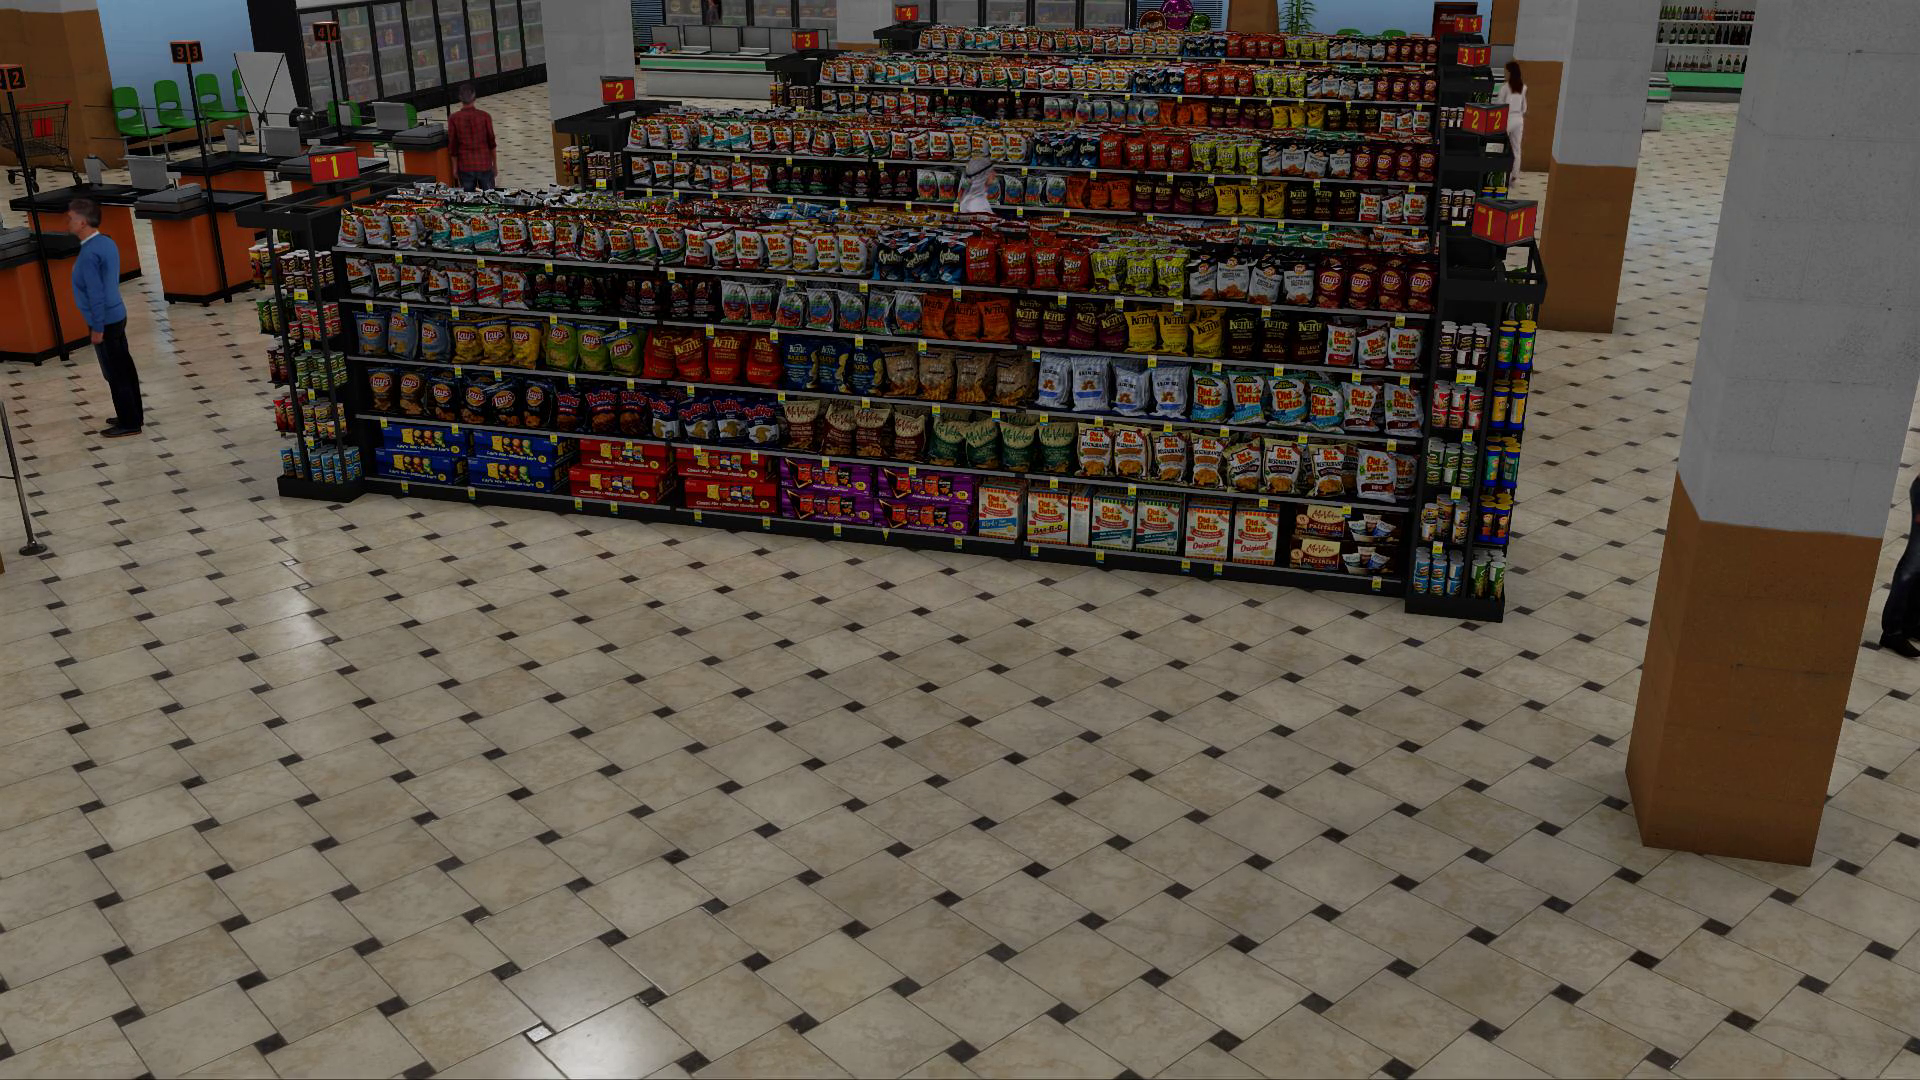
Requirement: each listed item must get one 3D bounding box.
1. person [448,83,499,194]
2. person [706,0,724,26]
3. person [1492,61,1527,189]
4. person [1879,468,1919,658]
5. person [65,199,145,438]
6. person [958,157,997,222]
[{"bbox_3d":[-5.582,-4.314,19.149,0.682,1.831,0.822,-5,23,-13],"label":"person"},{"bbox_3d":[-5.165,-10.703,35.253,0.653,1.678,0.665,11,24,25],"label":"person"},{"bbox_3d":[7.535,-5.653,22.704,0.919,1.665,0.957,-5,22,-12],"label":"person"},{"bbox_3d":[5.347,-0.242,9.080,0.709,1.782,0.753,-14,26,-31],"label":"person"},{"bbox_3d":[-6.502,-1.703,12.667,0.739,1.819,0.739,-5,22,-12],"label":"person"},{"bbox_3d":[0.158,-2.191,13.738,0.777,1.927,0.775,-3,22,-7],"label":"person"}]
